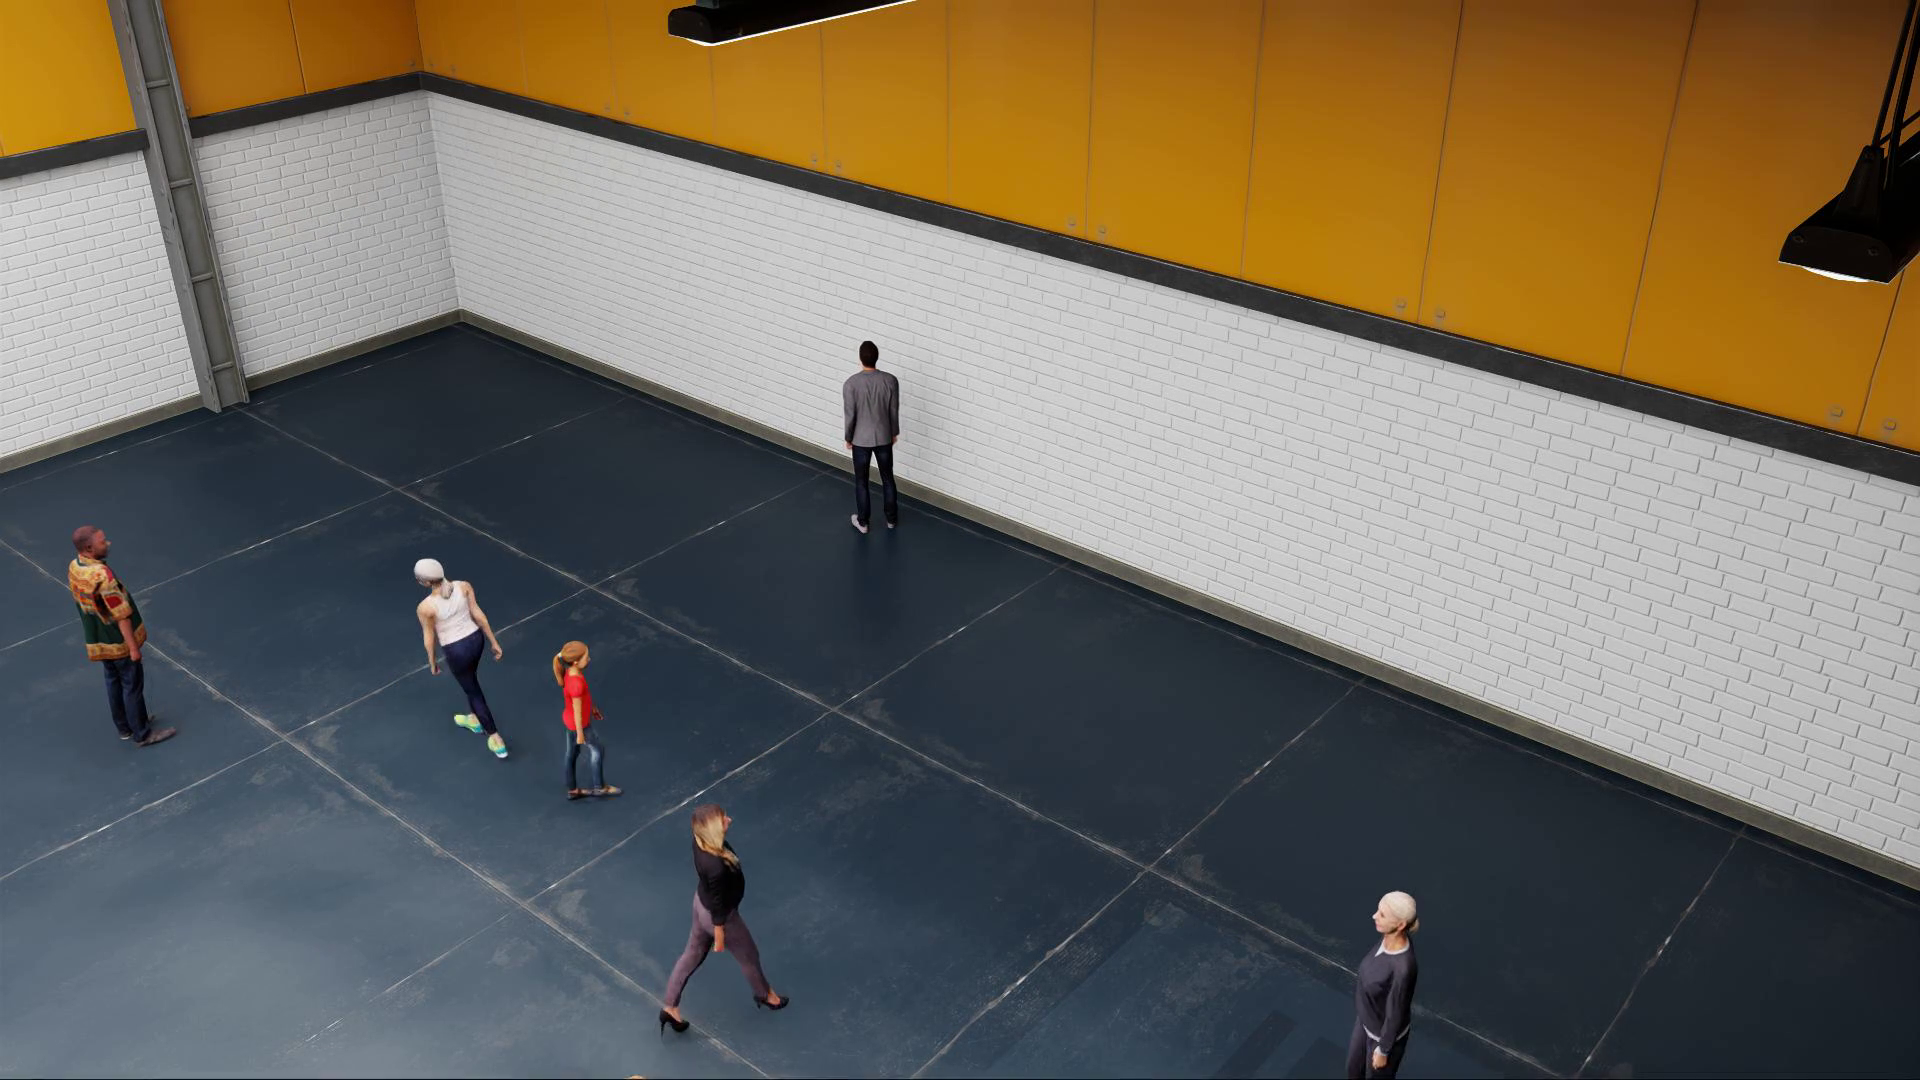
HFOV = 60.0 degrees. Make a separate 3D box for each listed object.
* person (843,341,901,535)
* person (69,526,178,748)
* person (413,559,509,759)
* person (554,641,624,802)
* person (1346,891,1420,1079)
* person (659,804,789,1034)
[{"bbox_3d":[-0.810,-0.955,15.396,0.740,1.874,0.842,-8,30,-14],"label":"person"},{"bbox_3d":[-6.316,0.715,12.406,0.684,1.805,0.640,20,35,33],"label":"person"},{"bbox_3d":[-3.609,0.882,12.258,0.807,1.655,0.732,-21,35,-33],"label":"person"},{"bbox_3d":[-2.788,1.311,11.843,0.694,1.299,0.595,-12,31,-21],"label":"person"},{"bbox_3d":[2.368,2.622,9.011,1.000,1.710,0.966,0,29,1],"label":"person"},{"bbox_3d":[-1.520,2.258,9.766,1.111,1.626,0.872,-13,31,-23],"label":"person"}]
